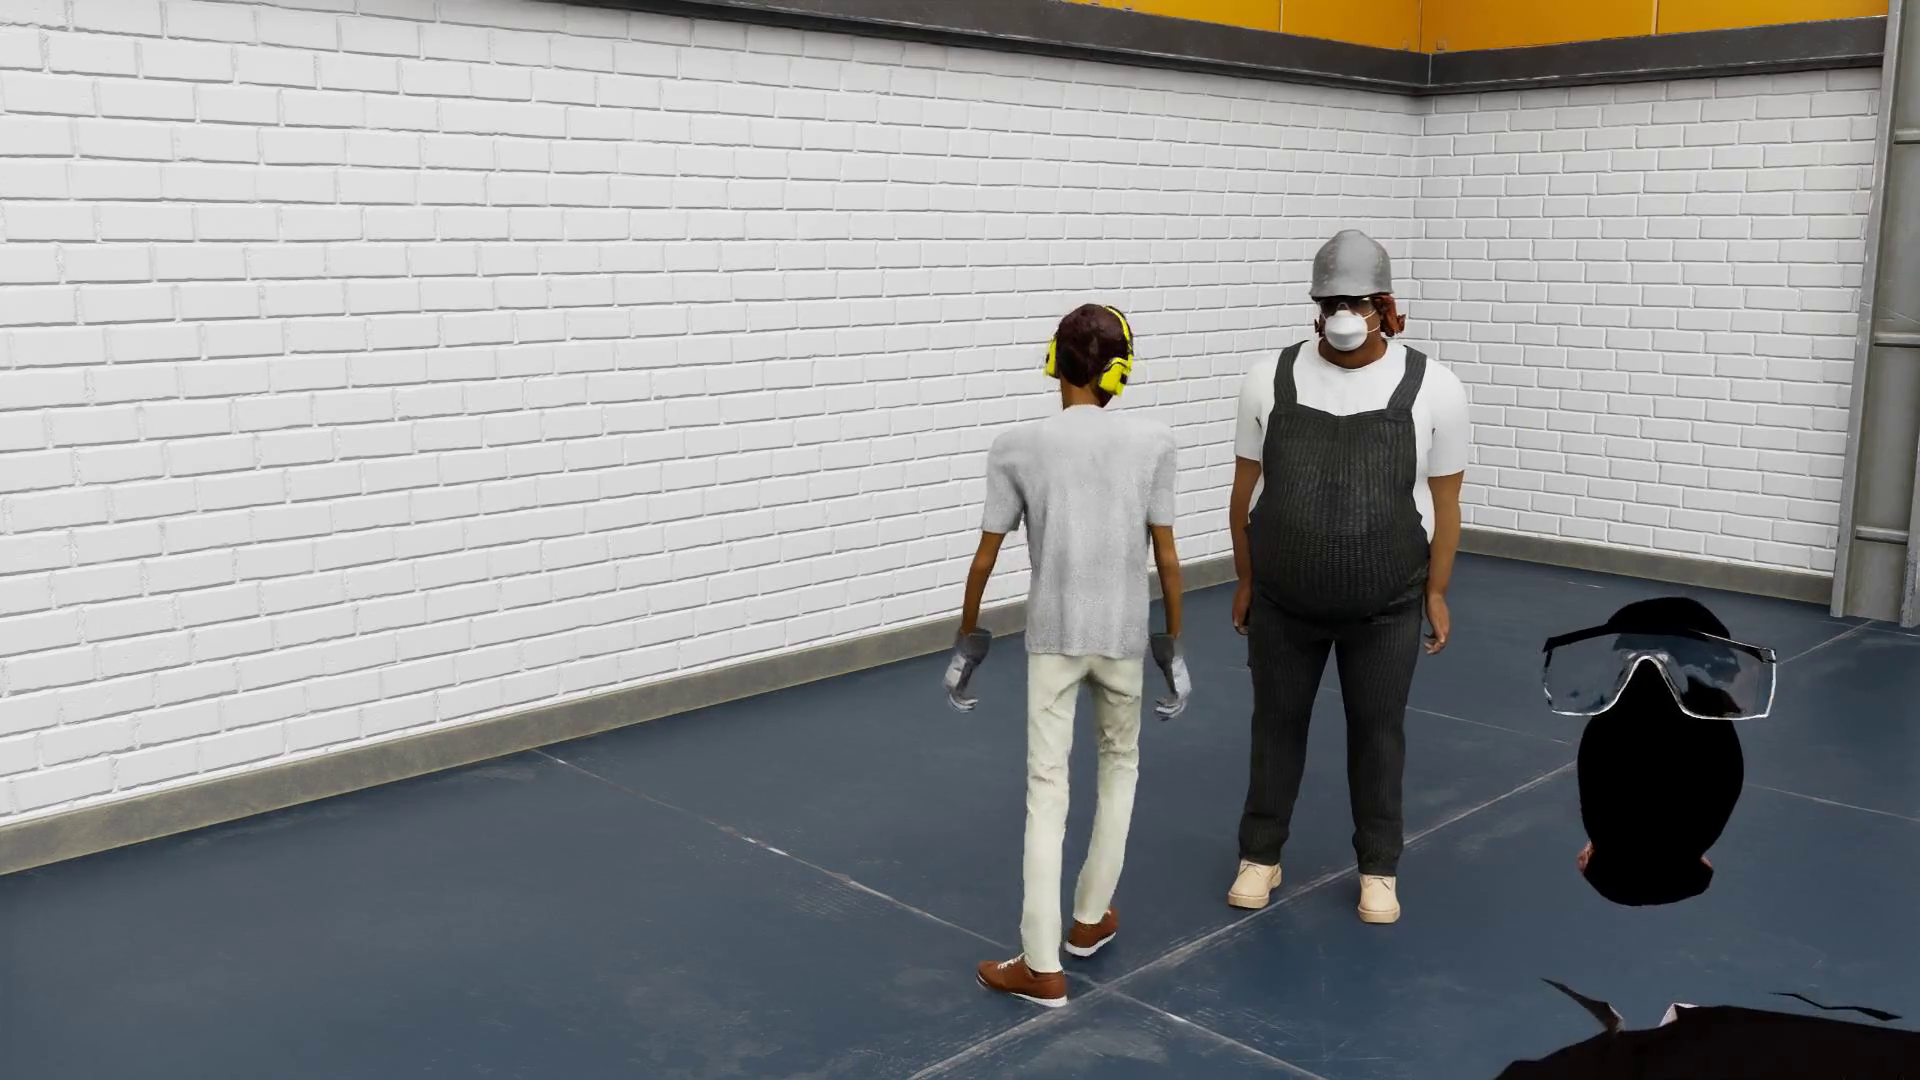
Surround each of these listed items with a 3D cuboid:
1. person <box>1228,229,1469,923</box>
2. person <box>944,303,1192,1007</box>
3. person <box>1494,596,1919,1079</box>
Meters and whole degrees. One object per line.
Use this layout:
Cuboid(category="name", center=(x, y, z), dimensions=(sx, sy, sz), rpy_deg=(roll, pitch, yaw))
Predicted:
Cuboid(category="person", center=(1.114, 0.120, 4.892), dimensions=(0.675, 2.000, 0.537), rpy_deg=(4, 11, 19))
Cuboid(category="person", center=(0.279, 0.292, 4.498), dimensions=(0.643, 1.840, 0.625), rpy_deg=(-1, 10, -4))
Cuboid(category="person", center=(0.434, 0.891, 1.051), dimensions=(0.637, 1.911, 0.403), rpy_deg=(-2, 11, -10))
